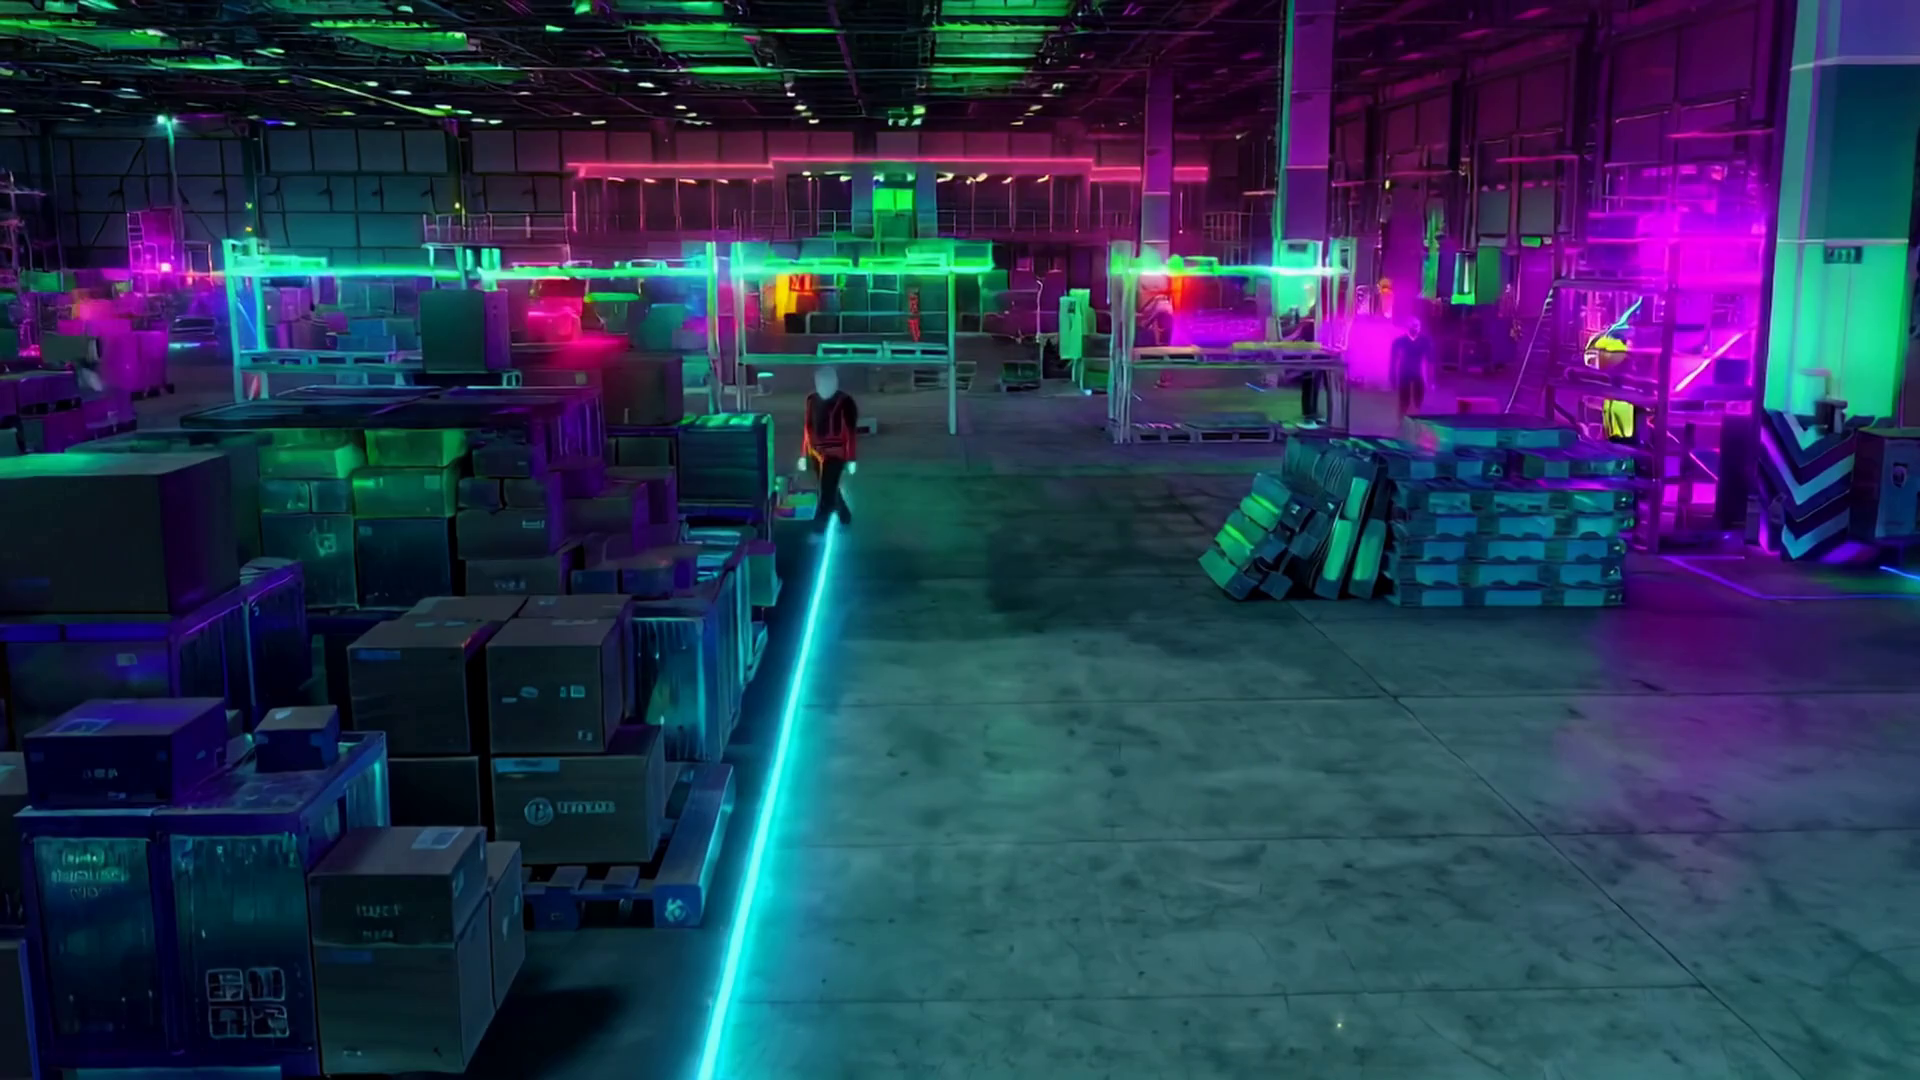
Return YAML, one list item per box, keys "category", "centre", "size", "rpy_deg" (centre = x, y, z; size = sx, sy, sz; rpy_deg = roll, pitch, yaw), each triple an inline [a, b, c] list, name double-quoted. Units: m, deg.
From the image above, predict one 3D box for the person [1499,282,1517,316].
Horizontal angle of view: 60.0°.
- category: "person"
  centre: [15.645, -6.428, 47.587]
  size: [0.532, 1.876, 0.319]
  rpy_deg: [-1, 10, -4]

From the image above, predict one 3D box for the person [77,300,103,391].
- category: "person"
  centre: [-16.160, -3.472, 30.892]
  size: [0.426, 1.949, 0.609]
  rpy_deg: [-7, 12, -34]

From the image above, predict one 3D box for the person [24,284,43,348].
- category: "person"
  centre: [-26.440, -6.396, 47.529]
  size: [0.590, 1.833, 0.403]
  rpy_deg: [6, 12, 30]

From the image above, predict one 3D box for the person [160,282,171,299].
- category: "person"
  centre: [-25.479, -7.410, 53.427]
  size: [0.306, 1.743, 0.494]
  rpy_deg: [-5, 11, -25]

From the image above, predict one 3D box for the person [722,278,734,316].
- category: "person"
  centre: [-7.358, -7.443, 53.221]
  size: [0.983, 1.892, 0.560]
  rpy_deg: [4, 11, 22]

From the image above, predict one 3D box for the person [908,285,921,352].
- category: "person"
  centre: [-1.211, -5.838, 44.315]
  size: [0.351, 1.878, 0.568]
  rpy_deg: [-3, 11, -17]

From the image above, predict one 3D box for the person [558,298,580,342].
- category: "person"
  centre: [-7.997, -4.027, 34.196]
  size: [0.563, 1.885, 0.987]
  rpy_deg: [6, 12, 28]

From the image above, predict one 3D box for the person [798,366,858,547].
- category: "person"
  centre: [-1.322, -0.869, 16.857]
  size: [0.627, 1.809, 0.887]
  rpy_deg: [8, 13, 37]

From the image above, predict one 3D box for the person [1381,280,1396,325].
- category: "person"
  centre: [11.631, -6.084, 45.349]
  size: [0.400, 1.989, 0.623]
  rpy_deg: [-2, 10, -12]

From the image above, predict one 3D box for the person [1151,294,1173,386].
- category: "person"
  centre: [4.259, -4.218, 35.133]
  size: [0.379, 1.924, 0.594]
  rpy_deg: [8, 13, 36]

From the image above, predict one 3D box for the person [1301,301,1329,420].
- category: "person"
  centre: [6.109, -3.072, 28.436]
  size: [0.536, 2.000, 0.683]
  rpy_deg: [6, 12, 30]

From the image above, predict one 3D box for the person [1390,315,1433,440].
- category: "person"
  centre: [6.816, -2.419, 25.113]
  size: [0.640, 1.937, 0.391]
  rpy_deg: [-1, 10, -6]

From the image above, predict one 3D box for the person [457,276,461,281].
- category: "person"
  centre: [-17.447, -8.367, 58.365]
  size: [0.337, 1.883, 0.584]
  rpy_deg: [-8, 13, -37]

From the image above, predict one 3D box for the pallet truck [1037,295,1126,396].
- category: "pallet truck"
  centre: [2.483, -3.881, 33.060]
  size: [1.885, 1.965, 0.823]
  rpy_deg: [-7, 13, -36]

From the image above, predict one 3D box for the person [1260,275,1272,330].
- category: "person"
  centre: [10.306, -7.982, 56.133]
  size: [0.820, 1.913, 0.656]
  rpy_deg: [-1, 10, -3]
